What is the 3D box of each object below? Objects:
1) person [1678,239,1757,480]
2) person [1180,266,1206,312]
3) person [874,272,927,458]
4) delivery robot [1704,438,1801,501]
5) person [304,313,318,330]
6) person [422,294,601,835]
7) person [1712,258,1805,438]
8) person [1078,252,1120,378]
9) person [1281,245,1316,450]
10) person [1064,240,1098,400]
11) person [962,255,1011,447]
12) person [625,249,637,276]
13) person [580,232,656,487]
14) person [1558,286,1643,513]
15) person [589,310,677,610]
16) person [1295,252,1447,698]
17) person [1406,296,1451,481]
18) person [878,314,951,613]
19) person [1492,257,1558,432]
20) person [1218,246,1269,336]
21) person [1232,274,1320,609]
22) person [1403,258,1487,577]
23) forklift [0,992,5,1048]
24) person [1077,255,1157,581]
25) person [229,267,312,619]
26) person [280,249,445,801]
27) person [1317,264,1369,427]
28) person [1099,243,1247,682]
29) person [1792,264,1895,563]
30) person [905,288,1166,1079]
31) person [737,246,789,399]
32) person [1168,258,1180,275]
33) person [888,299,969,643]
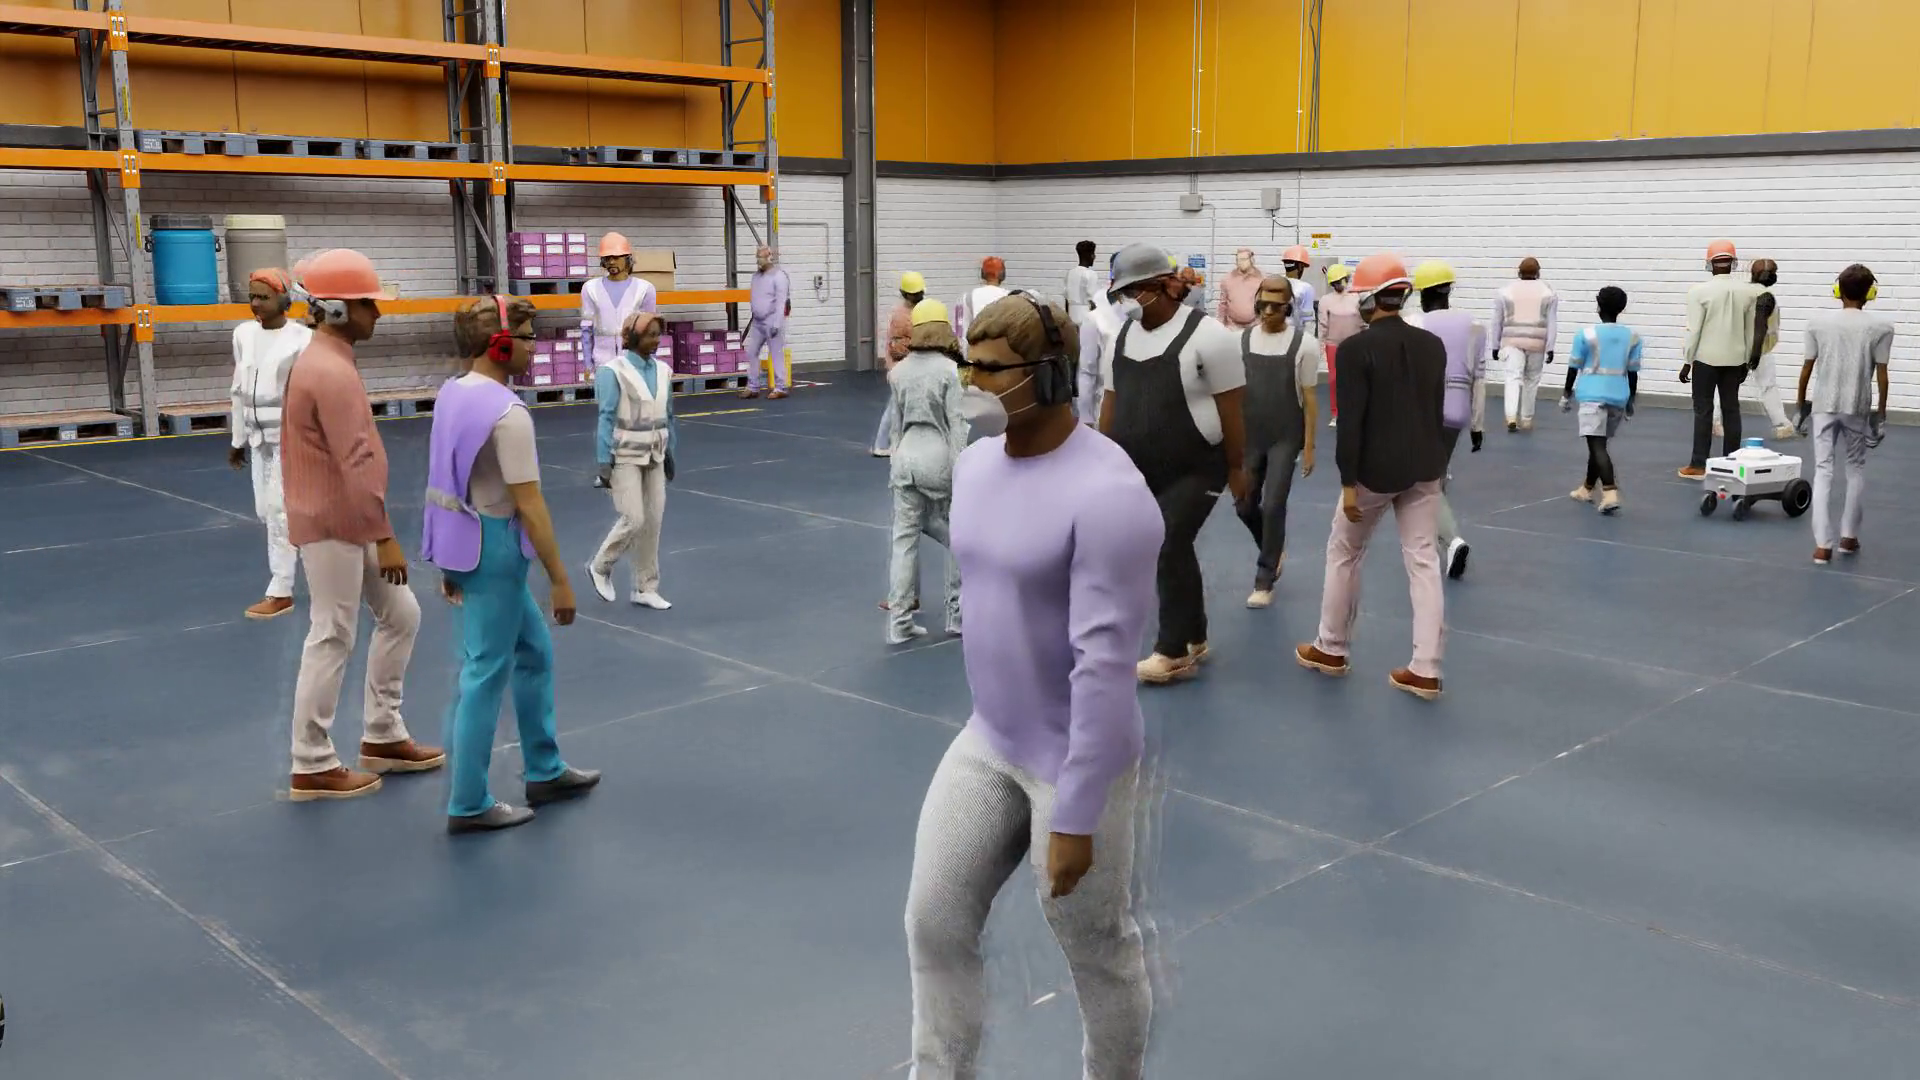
[{"bbox_3d":[6.263,-1.489,13.796,0.612,1.991,0.392,-1,10,-8],"label":"person"},{"bbox_3d":[2.954,-2.759,21.744,0.518,1.620,0.618,5,11,23],"label":"person"},{"bbox_3d":[-0.455,-1.527,14.802,0.844,1.700,0.584,4,11,21],"label":"person"},{"bbox_3d":[5.733,-0.495,12.027,0.707,0.478,0.477,-6,12,-28],"label":"delivery robot"},{"bbox_3d":[-4.345,-0.849,11.337,0.550,1.620,0.504,-10,15,-44],"label":"person"},{"bbox_3d":[-1.469,0.084,5.678,0.753,1.817,0.610,-7,13,-34],"label":"person"},{"bbox_3d":[7.969,-1.908,16.639,0.984,1.793,0.645,1,10,3],"label":"person"},{"bbox_3d":[1.294,-1.453,13.903,0.602,1.877,0.933,8,13,38],"label":"person"},{"bbox_3d":[3.146,-1.821,15.773,0.365,1.932,0.543,-10,14,-43],"label":"person"},{"bbox_3d":[1.515,-2.675,20.358,0.378,1.968,0.627,-7,12,-33],"label":"person"},{"bbox_3d":[0.240,-1.651,15.090,0.582,1.853,0.896,5,12,27],"label":"person"},{"bbox_3d":[-3.766,-2.379,18.937,0.562,1.874,1.029,6,12,29],"label":"person"},{"bbox_3d":[-2.734,-1.434,13.358,0.607,2.044,0.378,-1,10,-4],"label":"person"},{"bbox_3d":[4.744,-1.040,12.251,0.528,1.659,0.856,-2,11,-12],"label":"person"},{"bbox_3d":[-1.766,-0.423,8.948,0.413,1.625,0.554,7,12,33],"label":"person"},{"bbox_3d":[1.909,-0.307,7.495,0.617,1.940,0.876,-4,11,-19],"label":"person"},{"bbox_3d":[3.871,-1.292,13.694,0.520,1.636,0.312,3,11,14],"label":"person"},{"bbox_3d":[-0.148,-0.396,8.858,0.539,1.611,0.531,5,12,27],"label":"person"},{"bbox_3d":[5.835,-2.023,17.227,0.634,1.808,0.930,3,11,18],"label":"person"},{"bbox_3d":[3.401,-2.556,19.892,0.656,1.890,0.442,4,11,21],"label":"person"},{"bbox_3d":[1.718,-0.553,9.155,0.516,1.820,0.604,5,12,26],"label":"person"},{"bbox_3d":[2.890,-0.743,10.015,0.594,1.892,0.888,-2,11,-13],"label":"person"},{"bbox_3d":[-3.245,0.323,3.363,2.313,2.155,1.214,2,11,13],"label":"forklift"},{"bbox_3d":[0.973,-0.709,9.659,0.618,1.945,0.394,-4,11,-22],"label":"person"},{"bbox_3d":[-3.615,-0.543,8.994,0.583,1.862,0.743,5,12,26],"label":"person"},{"bbox_3d":[-2.148,-0.045,5.992,0.705,1.971,0.632,-4,11,-18],"label":"person"},{"bbox_3d":[4.058,-2.042,17.542,0.595,1.722,0.446,1,10,5],"label":"person"},{"bbox_3d":[0.924,-0.377,7.600,0.765,2.000,0.705,-8,13,-38],"label":"person"},{"bbox_3d":[5.521,-0.793,10.448,0.515,1.837,0.775,5,12,26],"label":"person"},{"bbox_3d":[0.065,0.471,3.318,0.830,1.909,0.657,-7,12,-33],"label":"person"},{"bbox_3d":[-2.418,-2.658,20.452,0.667,1.886,0.653,9,14,42],"label":"person"},{"bbox_3d":[2.957,-2.982,22.709,0.906,1.730,0.531,10,14,42],"label":"person"},{"bbox_3d":[-0.126,-0.350,8.372,0.501,1.700,0.691,7,13,34],"label":"person"}]
